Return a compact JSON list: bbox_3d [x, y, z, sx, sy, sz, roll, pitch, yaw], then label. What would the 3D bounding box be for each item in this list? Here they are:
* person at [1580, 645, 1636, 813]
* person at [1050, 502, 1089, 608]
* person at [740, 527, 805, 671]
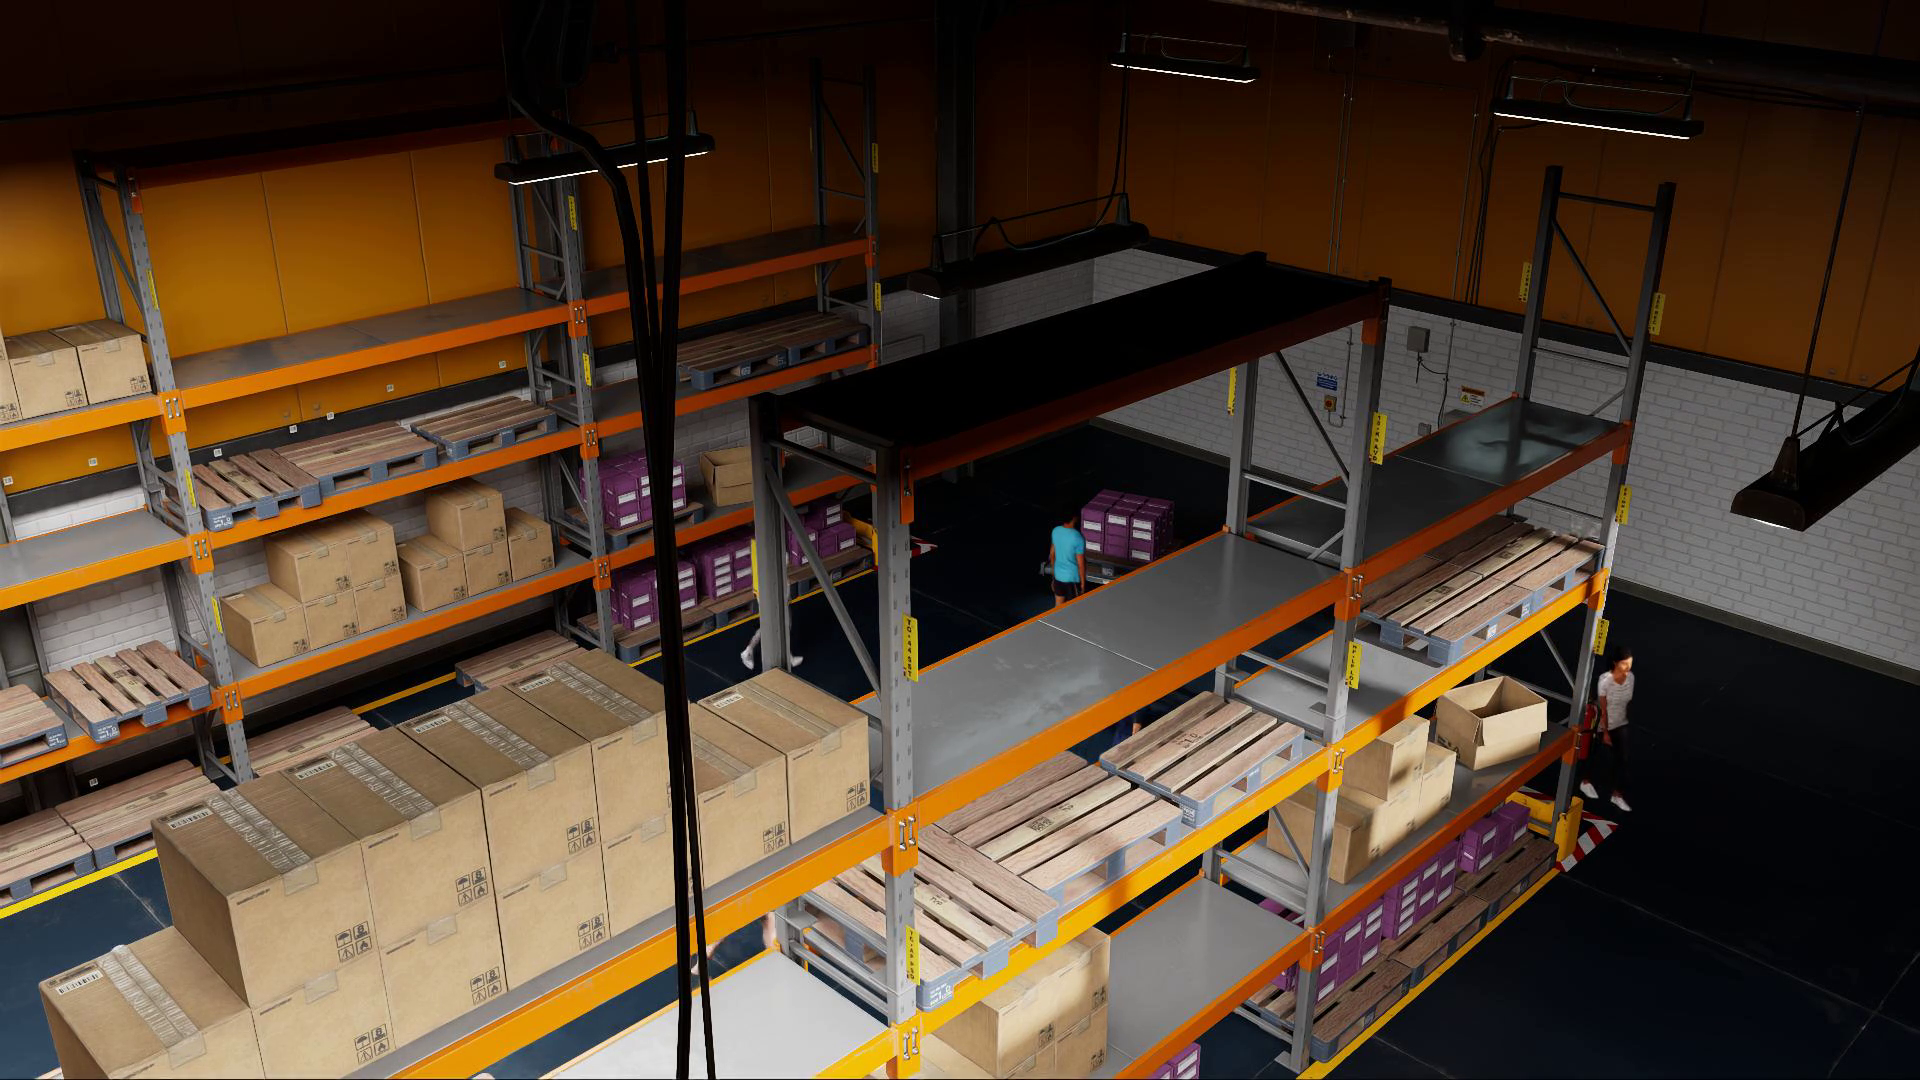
[{"bbox_3d":[5.978,1.680,15.498,0.836,1.628,0.839,-6,24,-13],"label":"person"},{"bbox_3d":[1.175,0.420,18.198,0.606,1.773,0.487,21,31,40],"label":"person"},{"bbox_3d":[-2.037,0.591,17.746,0.935,1.823,0.663,-21,31,-40],"label":"person"}]
